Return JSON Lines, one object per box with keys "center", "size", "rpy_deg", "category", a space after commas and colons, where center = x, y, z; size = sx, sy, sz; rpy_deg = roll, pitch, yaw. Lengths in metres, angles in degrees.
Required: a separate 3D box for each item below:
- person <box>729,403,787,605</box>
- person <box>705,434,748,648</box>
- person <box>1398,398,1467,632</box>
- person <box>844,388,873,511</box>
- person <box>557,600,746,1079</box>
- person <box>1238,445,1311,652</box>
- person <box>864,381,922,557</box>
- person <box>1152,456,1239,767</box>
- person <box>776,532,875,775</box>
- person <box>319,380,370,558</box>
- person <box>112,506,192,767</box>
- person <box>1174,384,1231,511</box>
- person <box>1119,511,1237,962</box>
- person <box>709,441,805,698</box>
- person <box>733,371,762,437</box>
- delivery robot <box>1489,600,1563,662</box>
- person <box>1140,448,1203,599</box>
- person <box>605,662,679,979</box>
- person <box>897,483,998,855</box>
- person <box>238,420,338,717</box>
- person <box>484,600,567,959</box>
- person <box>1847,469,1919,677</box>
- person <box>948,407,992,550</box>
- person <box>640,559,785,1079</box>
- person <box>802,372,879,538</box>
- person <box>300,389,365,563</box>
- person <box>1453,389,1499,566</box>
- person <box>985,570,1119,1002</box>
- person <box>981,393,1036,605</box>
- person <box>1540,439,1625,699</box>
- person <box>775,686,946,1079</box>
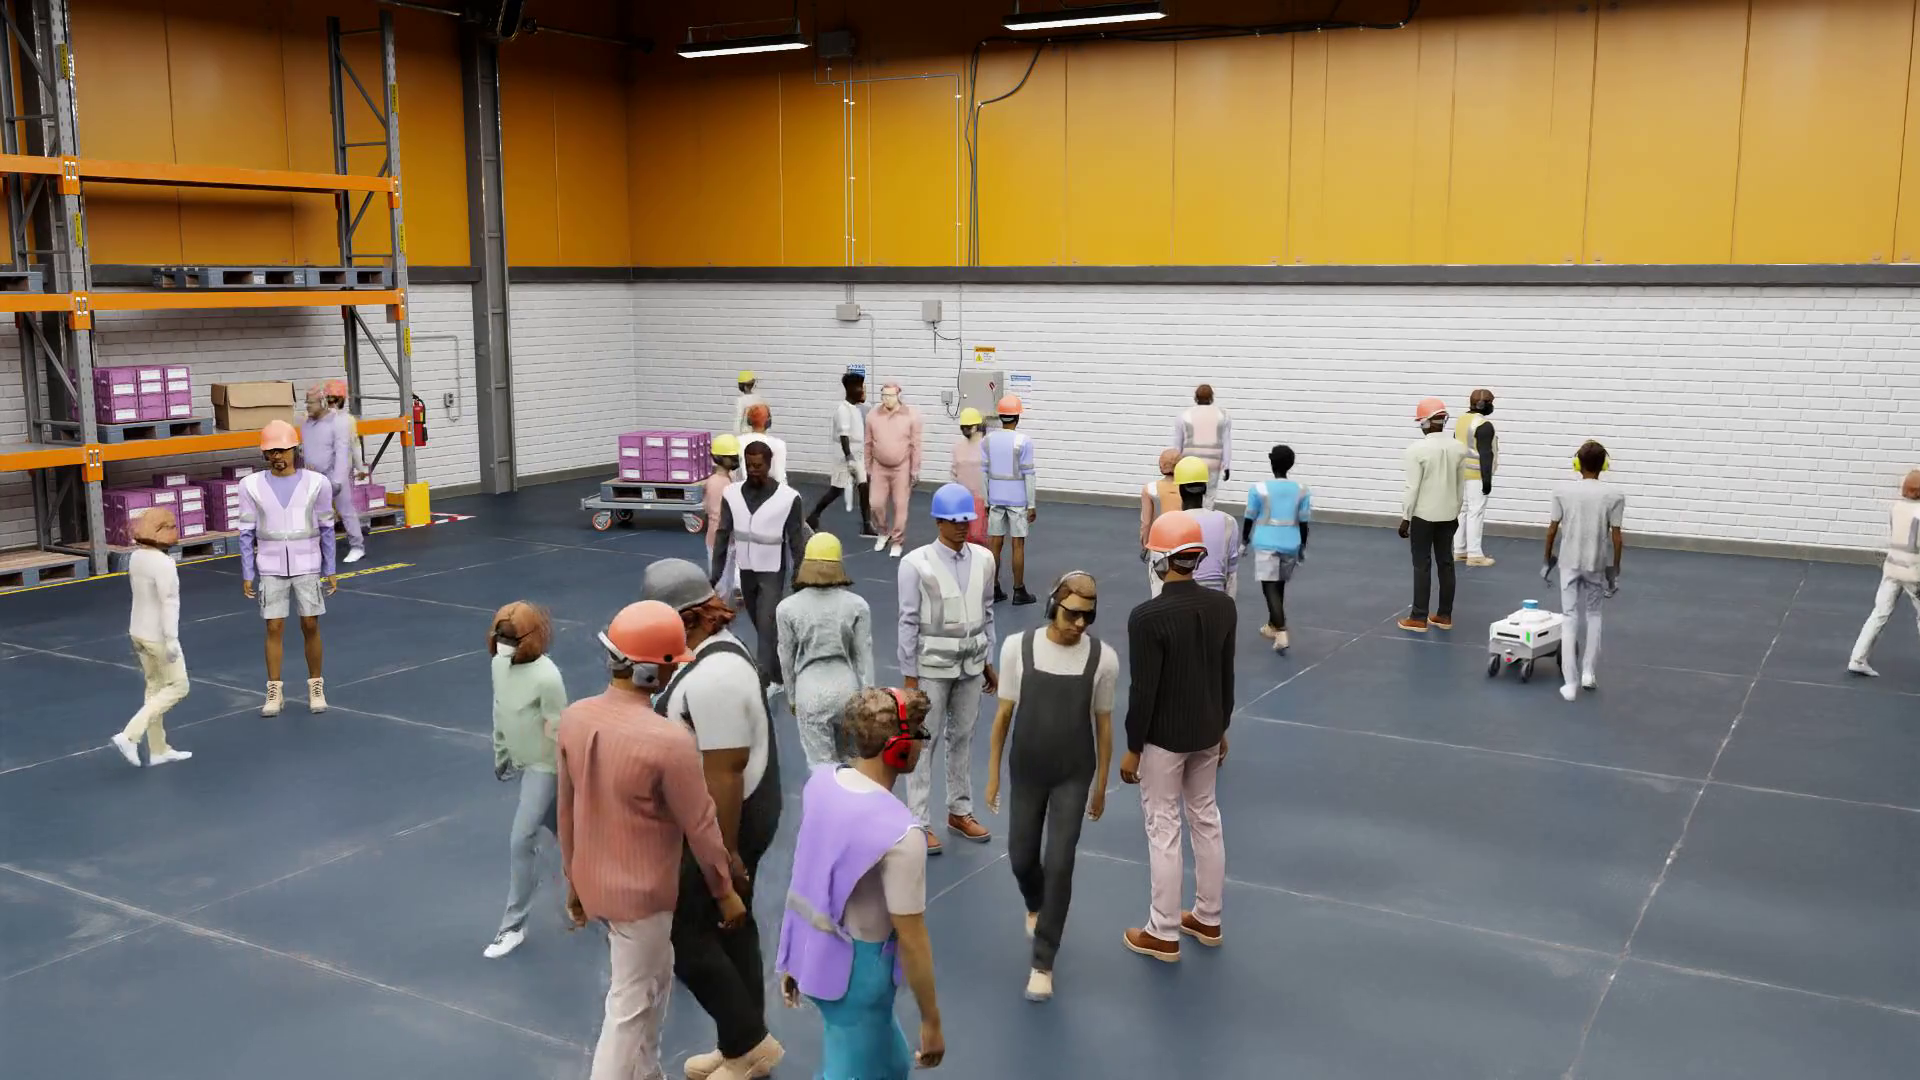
{"center": [-1.878, -0.335, 15.311], "size": [0.584, 1.855, 0.884], "rpy_deg": [2, 9, 12], "category": "person"}
{"center": [-1.853, 0.038, 13.239], "size": [0.325, 1.767, 0.532], "rpy_deg": [1, 9, 7], "category": "person"}
{"center": [3.993, -0.211, 14.109], "size": [0.608, 1.986, 0.389], "rpy_deg": [-4, 10, -24], "category": "person"}
{"center": [-1.314, -1.174, 21.214], "size": [0.501, 1.632, 0.283], "rpy_deg": [2, 9, 11], "category": "person"}
{"center": [-1.023, 1.158, 5.638], "size": [0.615, 1.955, 0.755], "rpy_deg": [9, 13, 44], "category": "person"}
{"center": [2.569, 0.058, 13.457], "size": [0.537, 1.658, 0.850], "rpy_deg": [-2, 9, -12], "category": "person"}
{"center": [-0.730, -0.757, 17.823], "size": [0.645, 1.893, 0.422], "rpy_deg": [2, 9, 10], "category": "person"}
{"center": [1.412, 0.449, 10.176], "size": [0.592, 1.923, 0.381], "rpy_deg": [-4, 10, -23], "category": "person"}
{"center": [-0.701, 0.815, 8.557], "size": [0.483, 1.706, 0.614], "rpy_deg": [-3, 10, -17], "category": "person"}
{"center": [-6.709, -0.786, 18.010], "size": [0.544, 1.876, 1.023], "rpy_deg": [3, 10, 19], "category": "person"}
{"center": [-4.950, 0.609, 10.120], "size": [0.517, 1.620, 0.467], "rpy_deg": [7, 11, 37], "category": "person"}
{"center": [2.729, -0.859, 18.759], "size": [0.635, 1.806, 0.961], "rpy_deg": [0, 9, 3], "category": "person"}
{"center": [0.956, 0.860, 7.394], "size": [0.623, 1.992, 0.397], "rpy_deg": [-7, 11, -36], "category": "person"}
{"center": [-1.440, 0.252, 11.579], "size": [0.615, 1.874, 0.966], "rpy_deg": [4, 10, 24], "category": "person"}
{"center": [-2.828, -1.427, 22.492], "size": [0.905, 1.726, 0.529], "rpy_deg": [4, 10, 24], "category": "person"}
{"center": [4.314, 0.697, 12.601], "size": [0.477, 0.478, 0.707], "rpy_deg": [9, 13, 44], "category": "delivery robot"}
{"center": [1.701, 0.078, 13.388], "size": [0.514, 1.639, 0.310], "rpy_deg": [0, 9, -1], "category": "person"}
{"center": [-1.219, 1.104, 7.051], "size": [0.420, 1.618, 0.526], "rpy_deg": [1, 9, 7], "category": "person"}
{"center": [-0.051, 0.663, 8.772], "size": [0.605, 1.948, 0.406], "rpy_deg": [-6, 11, -35], "category": "person"}
{"center": [-4.597, 0.195, 11.398], "size": [0.616, 2.041, 0.383], "rpy_deg": [-3, 10, -18], "category": "person"}
{"center": [-1.898, 1.025, 7.646], "size": [0.797, 1.591, 0.550], "rpy_deg": [-9, 13, -43], "category": "person"}
{"center": [7.079, 0.256, 12.410], "size": [0.847, 1.595, 0.529], "rpy_deg": [-1, 9, -6], "category": "person"}
{"center": [0.125, -0.409, 16.065], "size": [0.533, 1.753, 0.409], "rpy_deg": [7, 12, 39], "category": "person"}
{"center": [-0.930, 1.033, 6.174], "size": [0.546, 2.000, 0.722], "rpy_deg": [-1, 9, -5], "category": "person"}
{"center": [-1.341, -0.969, 19.034], "size": [0.937, 1.931, 0.607], "rpy_deg": [3, 10, 18], "category": "person"}
{"center": [-6.574, -0.634, 17.186], "size": [0.664, 1.848, 1.008], "rpy_deg": [4, 10, 23], "category": "person"}
{"center": [5.384, -0.657, 17.348], "size": [0.429, 1.840, 0.627], "rpy_deg": [-2, 9, -10], "category": "person"}
{"center": [0.388, 0.998, 7.102], "size": [0.566, 1.813, 0.636], "rpy_deg": [1, 9, 6], "category": "person"}
{"center": [0.461, -0.368, 15.242], "size": [0.551, 1.937, 0.357], "rpy_deg": [5, 11, 30], "category": "person"}
{"center": [4.469, 0.201, 11.994], "size": [0.534, 1.848, 0.676], "rpy_deg": [3, 9, 16], "category": "person"}
{"center": [-0.243, 1.330, 5.019], "size": [0.666, 1.812, 0.604], "rpy_deg": [-5, 10, -29], "category": "person"}
